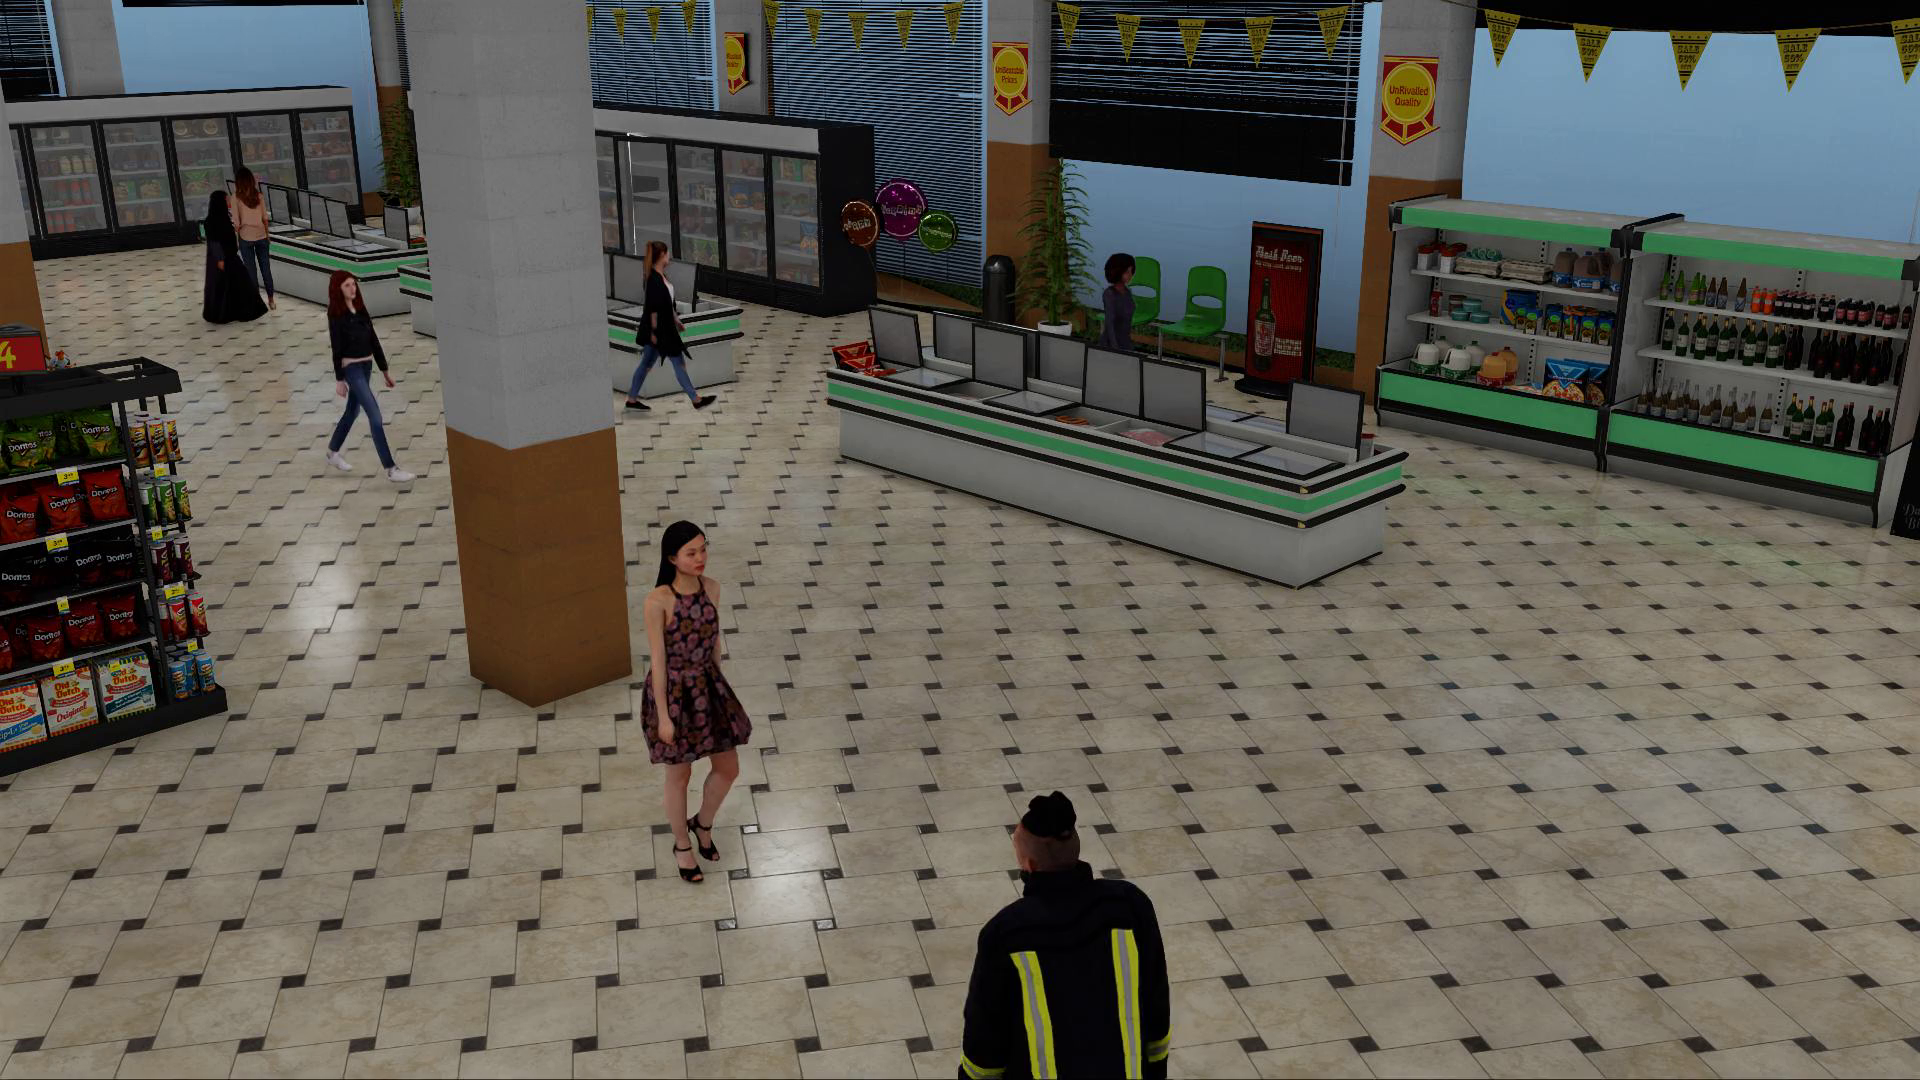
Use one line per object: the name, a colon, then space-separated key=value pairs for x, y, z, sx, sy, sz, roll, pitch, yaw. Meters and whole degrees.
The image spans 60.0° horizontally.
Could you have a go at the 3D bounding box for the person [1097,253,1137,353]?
person: x=1.316 y=-1.722 z=15.034 sx=1.123 sy=1.671 sz=0.620 roll=16 pitch=24 yaw=39

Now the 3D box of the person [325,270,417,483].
person: x=-5.052 y=-1.330 z=13.773 sx=1.285 sy=1.735 sz=0.940 roll=7 pitch=20 yaw=20

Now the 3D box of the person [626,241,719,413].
person: x=-2.961 y=-1.984 z=15.867 sx=1.112 sy=1.635 sz=1.129 roll=-1 pitch=19 yaw=-4

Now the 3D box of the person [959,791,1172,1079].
person: x=0.362 y=1.619 z=4.854 sx=0.990 sy=1.844 sz=1.078 roll=-5 pitch=19 yaw=-16

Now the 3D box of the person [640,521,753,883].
person: x=-1.299 y=0.742 z=7.580 sx=0.646 sy=1.764 sz=0.694 roll=-17 pitch=25 yaw=-40

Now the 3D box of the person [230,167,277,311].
person: x=-8.928 y=-3.802 z=21.013 sx=0.610 sy=1.792 sz=0.556 roll=-14 pitch=23 yaw=-35

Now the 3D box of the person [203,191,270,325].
person: x=-9.014 y=-3.418 z=20.177 sx=1.205 sy=1.598 sz=1.024 roll=6 pitch=20 yaw=17
